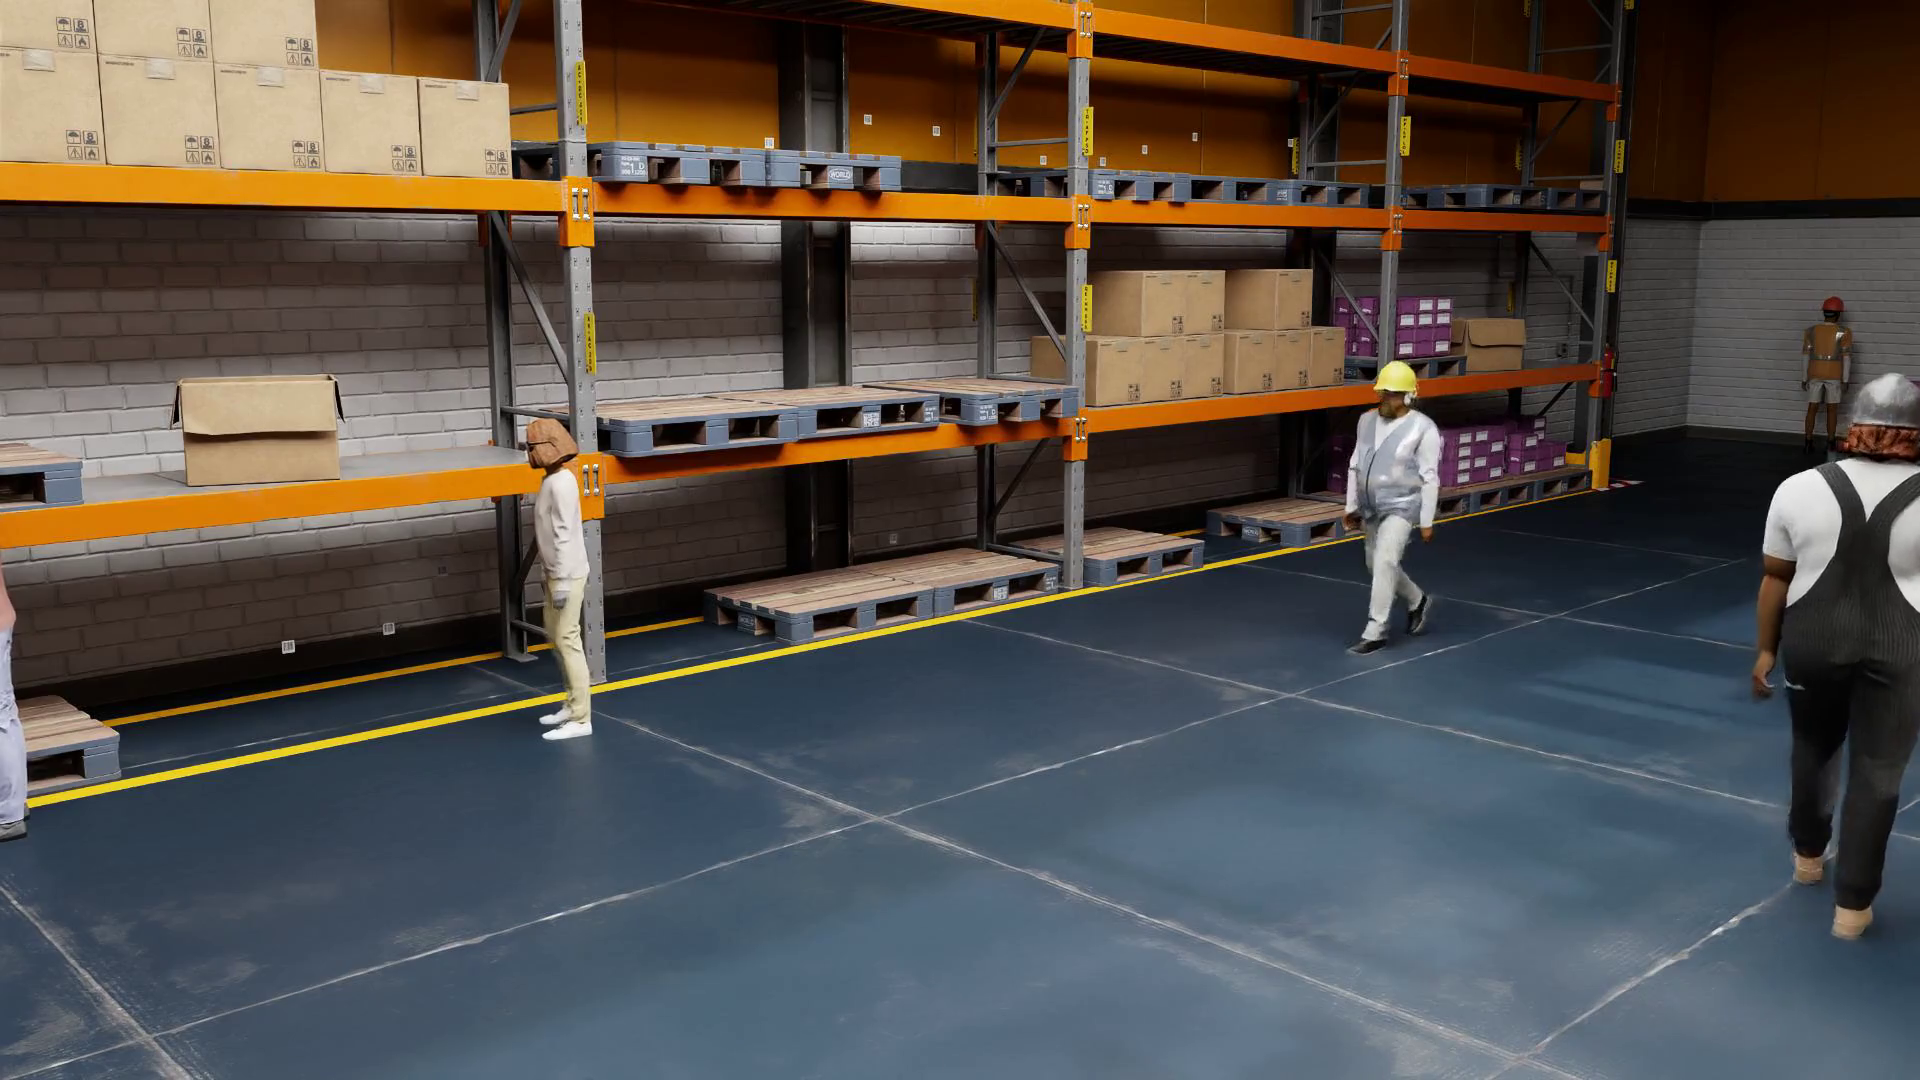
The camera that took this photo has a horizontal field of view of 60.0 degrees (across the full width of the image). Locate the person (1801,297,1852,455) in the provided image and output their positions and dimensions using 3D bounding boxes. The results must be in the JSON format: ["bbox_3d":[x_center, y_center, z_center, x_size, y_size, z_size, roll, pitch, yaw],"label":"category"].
[{"bbox_3d":[10.650,-2.016,20.448,0.551,1.935,0.375,9,13,41],"label":"person"}]

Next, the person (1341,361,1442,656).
[{"bbox_3d":[2.704,-0.214,10.304,0.822,1.808,0.587,-6,12,-32],"label":"person"}]

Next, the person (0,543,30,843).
[{"bbox_3d":[-4.096,0.383,6.900,0.311,1.768,0.533,-4,11,-23],"label":"person"}]

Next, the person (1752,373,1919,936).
[{"bbox_3d":[3.376,0.371,6.165,0.708,2.000,0.913,7,12,35],"label":"person"}]

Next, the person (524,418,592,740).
[{"bbox_3d":[-2.029,0.195,8.427,0.287,1.623,0.500,-4,10,-21],"label":"person"}]
